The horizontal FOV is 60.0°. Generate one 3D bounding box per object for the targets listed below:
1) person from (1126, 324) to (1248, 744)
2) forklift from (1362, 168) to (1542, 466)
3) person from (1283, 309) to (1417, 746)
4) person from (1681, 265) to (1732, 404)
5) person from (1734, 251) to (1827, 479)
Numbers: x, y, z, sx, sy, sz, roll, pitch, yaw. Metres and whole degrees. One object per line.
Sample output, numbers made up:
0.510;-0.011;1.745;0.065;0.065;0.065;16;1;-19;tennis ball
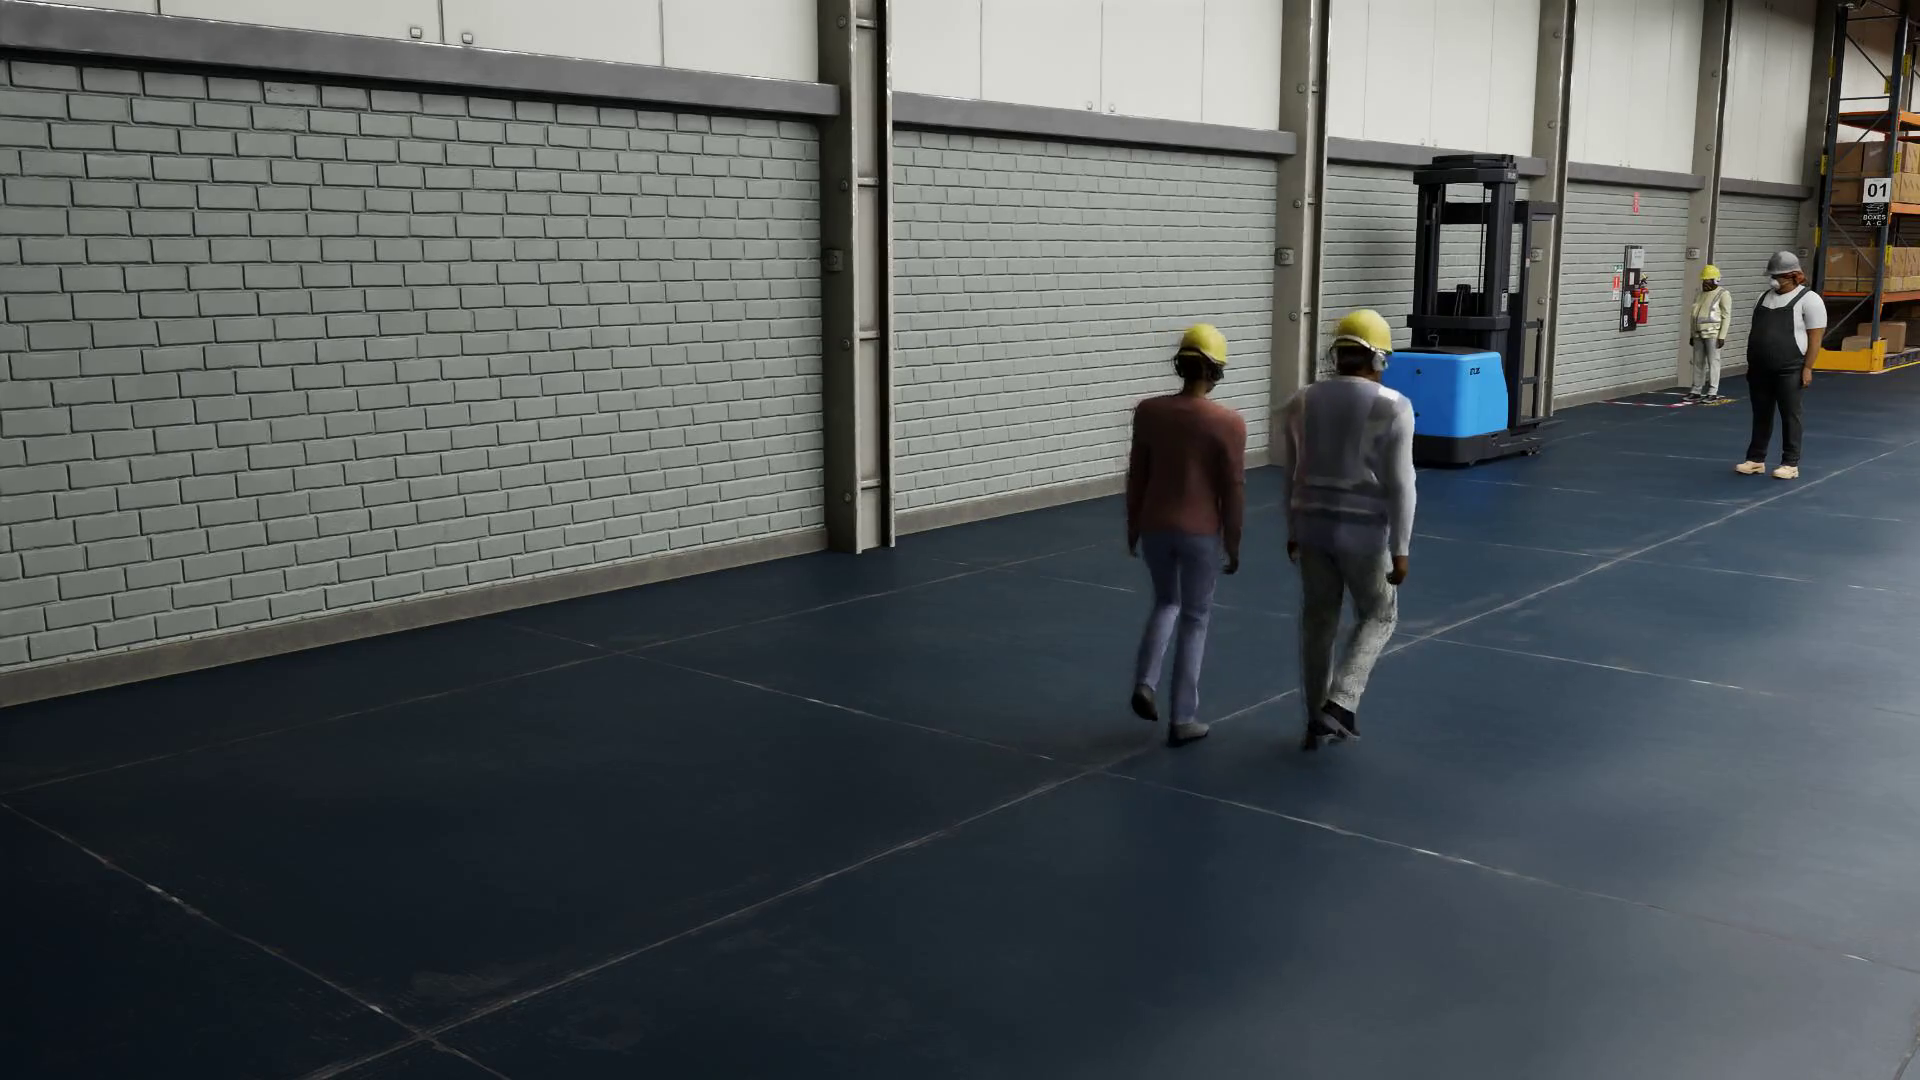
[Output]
0.949;-0.031;7.011;0.540;1.734;0.473;7;12;34;person
4.875;-2.212;16.287;1.129;2.768;1.873;8;13;40;forklift
1.589;-0.033;6.813;0.618;1.805;0.446;9;13;40;person
9.978;-2.748;22.210;0.404;1.829;0.591;-4;11;-22;person
7.354;-1.564;14.984;0.535;2.000;0.684;-5;11;-26;person
